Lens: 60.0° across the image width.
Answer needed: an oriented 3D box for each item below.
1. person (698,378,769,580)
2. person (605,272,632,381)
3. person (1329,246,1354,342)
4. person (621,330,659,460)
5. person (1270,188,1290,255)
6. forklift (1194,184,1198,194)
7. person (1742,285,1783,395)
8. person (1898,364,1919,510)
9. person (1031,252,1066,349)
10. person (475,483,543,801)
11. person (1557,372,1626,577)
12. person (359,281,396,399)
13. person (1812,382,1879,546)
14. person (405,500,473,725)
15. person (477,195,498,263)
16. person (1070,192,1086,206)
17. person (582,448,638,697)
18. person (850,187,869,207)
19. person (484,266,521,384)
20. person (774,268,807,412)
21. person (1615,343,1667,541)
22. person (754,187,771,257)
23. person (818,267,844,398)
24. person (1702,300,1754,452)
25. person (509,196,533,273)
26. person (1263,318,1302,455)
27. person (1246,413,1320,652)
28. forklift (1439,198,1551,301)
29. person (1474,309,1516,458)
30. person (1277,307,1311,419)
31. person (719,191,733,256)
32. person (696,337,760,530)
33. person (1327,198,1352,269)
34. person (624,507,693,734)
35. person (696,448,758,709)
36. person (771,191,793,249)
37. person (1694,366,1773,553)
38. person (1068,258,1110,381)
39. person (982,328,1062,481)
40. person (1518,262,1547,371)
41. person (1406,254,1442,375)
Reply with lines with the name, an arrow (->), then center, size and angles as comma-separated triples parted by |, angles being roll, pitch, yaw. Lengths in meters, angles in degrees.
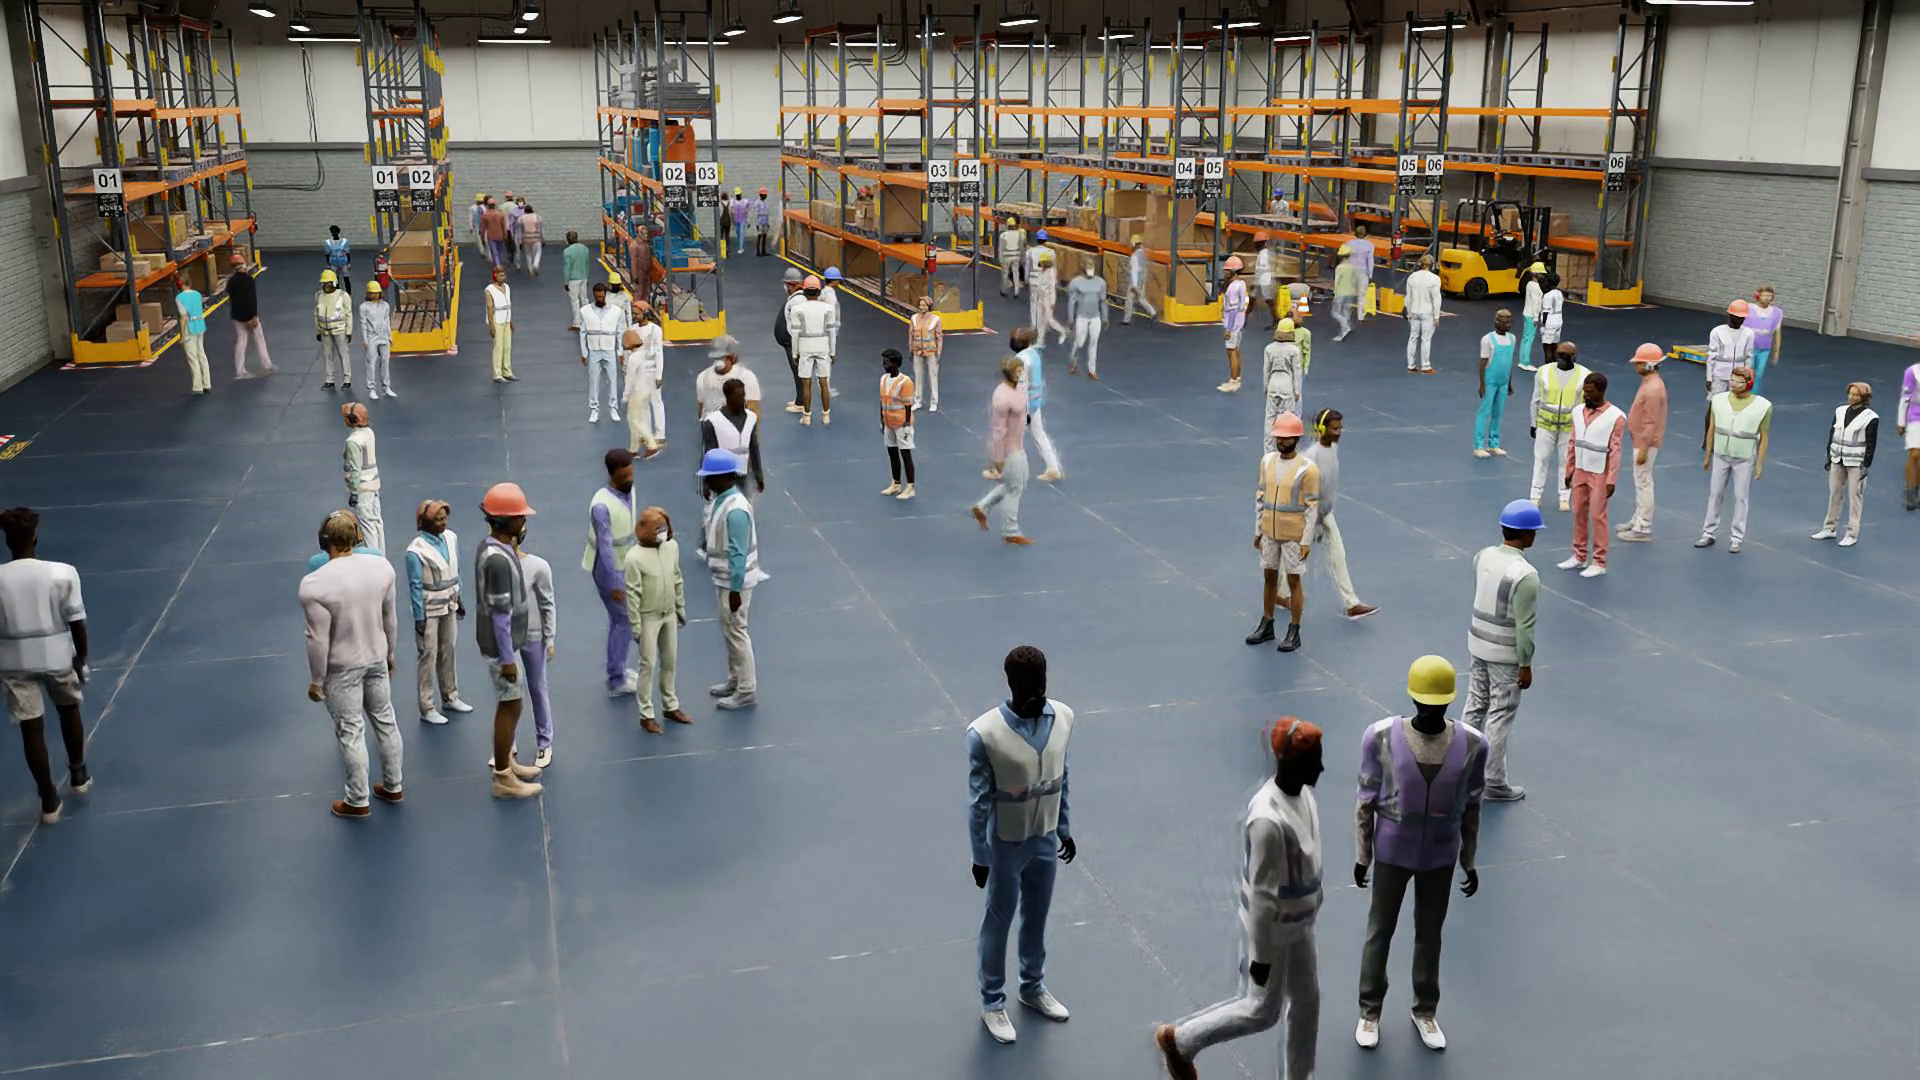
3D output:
person -> -2.165, -0.612, 15.581 | 0.997, 1.874, 0.607 | 11, 18, 36
person -> -5.361, -3.306, 25.968 | 0.487, 1.738, 0.320 | -3, 15, -11
person -> 7.004, -4.479, 30.342 | 0.525, 1.759, 0.444 | -11, 19, -37
person -> -3.987, -1.780, 20.455 | 0.453, 1.612, 0.522 | 0, 15, -1
person -> 8.803, -8.730, 45.972 | 0.605, 1.944, 0.402 | 14, 21, 43
forklift -> 7.392, -11.333, 53.972 | 1.873, 2.768, 1.129 | -4, 15, -15
person -> 11.171, -2.652, 23.309 | 0.605, 1.828, 0.489 | 2, 15, 6
person -> 10.475, -1.258, 17.942 | 0.552, 1.898, 0.916 | 3, 15, 12
person -> 1.575, -4.272, 29.625 | 0.575, 1.731, 0.490 | -10, 18, -32
person -> -2.862, 0.633, 10.578 | 0.410, 2.030, 0.620 | -4, 15, -15
person -> 5.913, -0.624, 15.547 | 0.398, 1.908, 0.599 | -7, 17, -26
person -> -8.640, -2.974, 24.699 | 0.320, 1.742, 0.492 | 12, 19, 38
person -> 8.860, -0.765, 16.577 | 0.309, 1.645, 0.514 | -6, 16, -22
person -> -3.724, 0.504, 11.833 | 0.323, 1.627, 0.509 | 5, 16, 19
person -> -12.649, -8.390, 44.918 | 0.654, 1.820, 0.653 | 10, 18, 32
person -> 3.398, -9.150, 47.970 | 0.503, 1.723, 0.526 | 3, 15, 9
person -> -2.574, 0.227, 12.367 | 0.428, 1.897, 0.611 | 1, 15, 6
person -> -2.779, -8.839, 46.341 | 0.632, 1.981, 1.028 | 3, 15, 11
person -> -7.197, -3.364, 26.004 | 0.401, 1.831, 0.571 | 4, 16, 16
person -> -2.369, -2.845, 23.643 | 0.536, 2.000, 0.688 | 0, 15, 0
person -> 6.871, -0.988, 16.747 | 0.402, 1.990, 0.622 | 5, 16, 18
person -> -5.535, -8.938, 46.793 | 0.391, 1.929, 0.545 | 9, 18, 32
person -> -1.938, -3.104, 24.839 | 0.436, 1.935, 0.623 | -3, 15, -11
person -> 9.664, -2.057, 20.897 | 0.543, 1.929, 0.387 | 1, 15, 3
person -> -11.168, -7.791, 42.451 | 0.631, 1.940, 0.372 | -6, 16, -23
person -> 3.977, -1.862, 20.512 | 0.492, 1.744, 0.295 | 10, 18, 34
person -> 2.596, -0.068, 13.381 | 0.547, 1.942, 0.351 | 14, 20, 41
forklift -> 11.913, -6.508, 37.130 | 2.313, 2.155, 1.214 | -4, 15, -15
person -> 6.645, -1.938, 20.604 | 0.506, 1.845, 0.342 | -7, 16, -24
person -> 4.473, -2.326, 22.470 | 0.507, 1.631, 0.266 | 9, 17, 30
person -> -6.627, -8.895, 46.825 | 0.534, 1.827, 0.418 | -8, 17, -26
person -> -2.415, -1.159, 17.299 | 0.692, 2.000, 1.020 | 2, 15, 8
person -> 9.827, -7.904, 43.038 | 0.640, 1.855, 0.999 | -8, 17, -28
person -> -2.123, 0.553, 11.656 | 0.295, 1.623, 0.507 | 10, 18, 34
person -> -1.679, 0.273, 12.116 | 0.422, 1.933, 0.622 | -5, 16, -18
person -> -5.202, -9.444, 49.156 | 0.873, 1.695, 0.582 | -5, 16, -19
person -> 7.607, -0.797, 16.319 | 0.565, 1.841, 0.396 | 13, 20, 41
person -> 2.022, -3.503, 26.339 | 0.654, 1.926, 0.569 | -5, 16, -18
person -> 0.761, -1.564, 19.300 | 0.945, 1.803, 0.624 | 7, 16, 24
person -> 9.384, -3.657, 27.224 | 0.310, 1.768, 0.533 | 2, 15, 6
person -> 7.460, -3.625, 26.773 | 0.372, 1.940, 0.630 | -12, 19, -38
